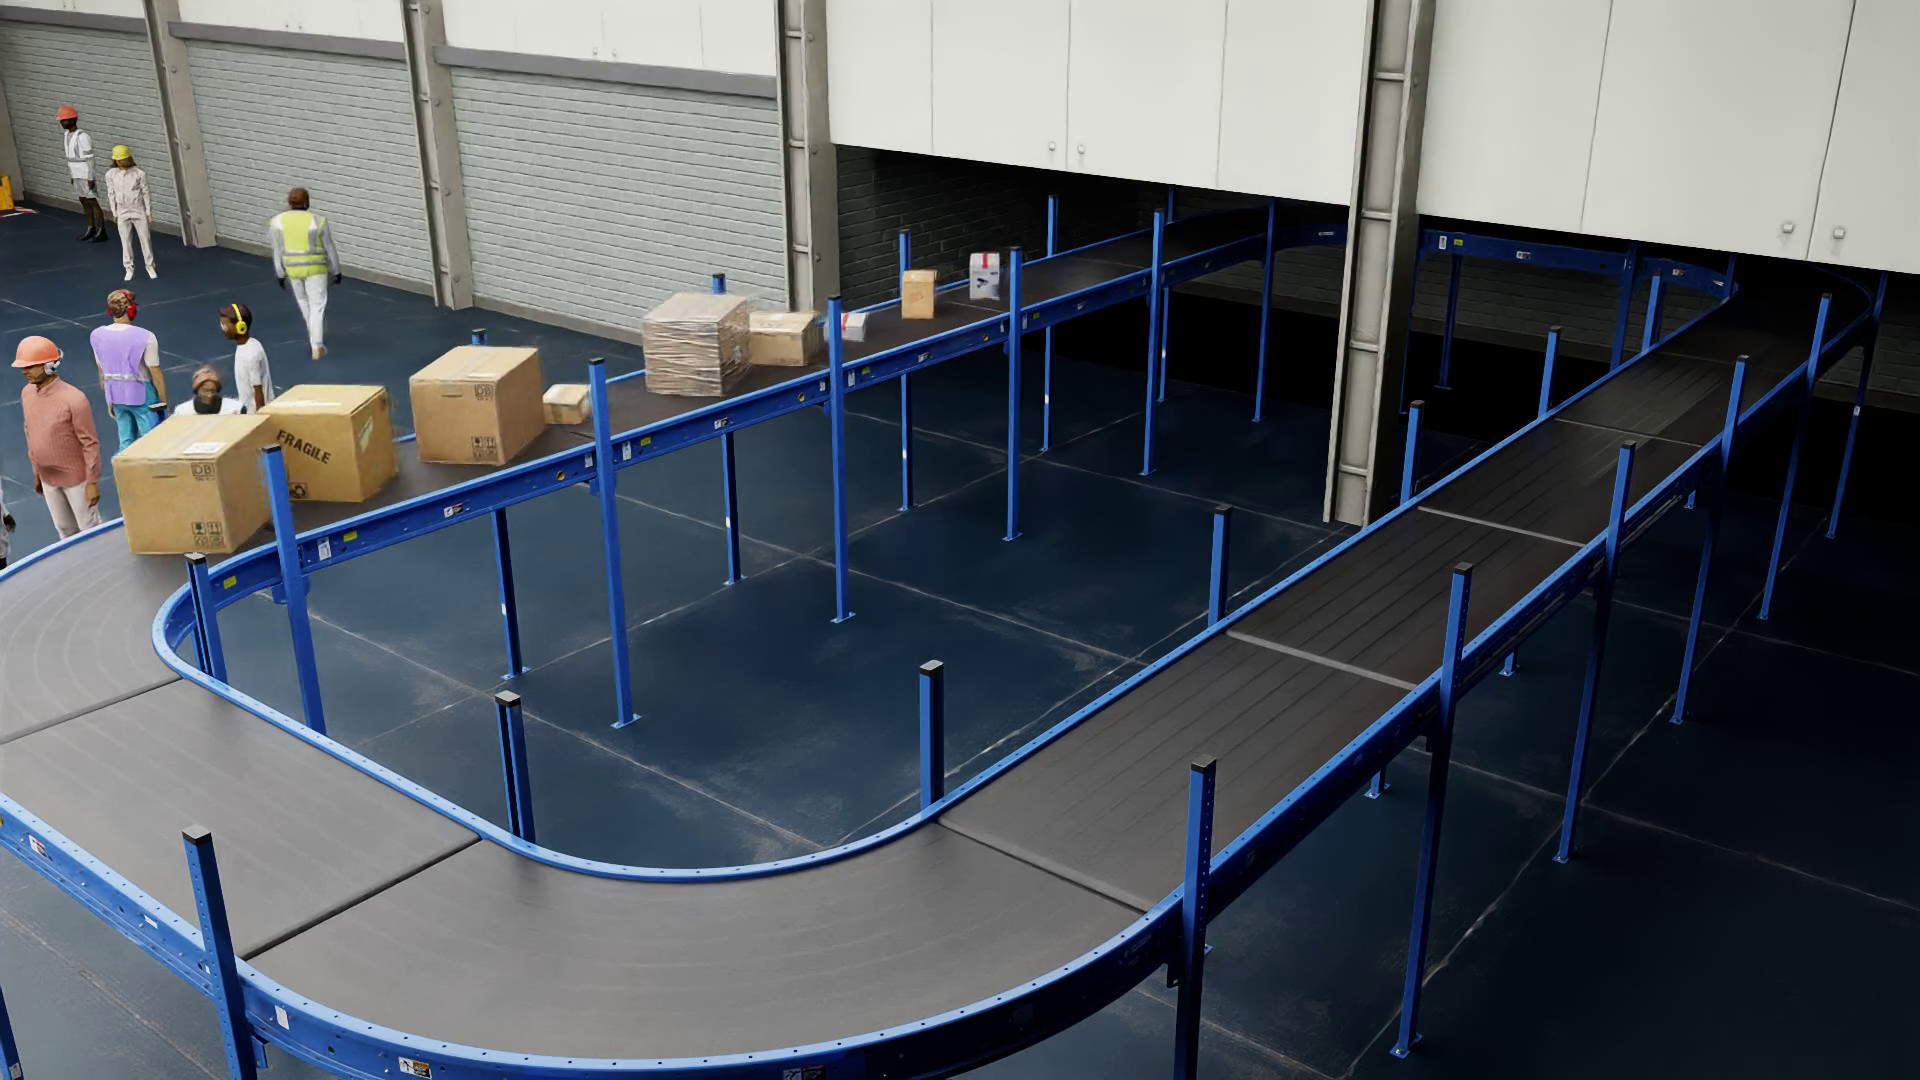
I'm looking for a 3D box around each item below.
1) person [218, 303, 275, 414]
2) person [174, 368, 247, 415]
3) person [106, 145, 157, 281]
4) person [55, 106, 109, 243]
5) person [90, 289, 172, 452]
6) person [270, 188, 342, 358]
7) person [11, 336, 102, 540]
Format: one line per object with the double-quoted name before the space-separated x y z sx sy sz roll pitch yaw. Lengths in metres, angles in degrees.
"person" -5.528 -0.958 13.094 0.329 1.860 0.506 -11 24 -26
"person" -5.396 -0.455 12.139 0.509 1.609 0.720 -9 23 -21
"person" -10.769 -4.252 21.620 0.483 1.738 0.312 -8 23 -20
"person" -12.629 -5.243 23.868 0.551 1.934 0.375 14 26 32
"person" -6.708 -1.112 13.516 0.561 1.836 0.394 3 22 8
"person" -7.110 -2.971 18.279 0.649 1.794 0.940 1 21 1
"person" -6.262 -0.456 11.628 0.621 1.994 0.381 9 23 21
